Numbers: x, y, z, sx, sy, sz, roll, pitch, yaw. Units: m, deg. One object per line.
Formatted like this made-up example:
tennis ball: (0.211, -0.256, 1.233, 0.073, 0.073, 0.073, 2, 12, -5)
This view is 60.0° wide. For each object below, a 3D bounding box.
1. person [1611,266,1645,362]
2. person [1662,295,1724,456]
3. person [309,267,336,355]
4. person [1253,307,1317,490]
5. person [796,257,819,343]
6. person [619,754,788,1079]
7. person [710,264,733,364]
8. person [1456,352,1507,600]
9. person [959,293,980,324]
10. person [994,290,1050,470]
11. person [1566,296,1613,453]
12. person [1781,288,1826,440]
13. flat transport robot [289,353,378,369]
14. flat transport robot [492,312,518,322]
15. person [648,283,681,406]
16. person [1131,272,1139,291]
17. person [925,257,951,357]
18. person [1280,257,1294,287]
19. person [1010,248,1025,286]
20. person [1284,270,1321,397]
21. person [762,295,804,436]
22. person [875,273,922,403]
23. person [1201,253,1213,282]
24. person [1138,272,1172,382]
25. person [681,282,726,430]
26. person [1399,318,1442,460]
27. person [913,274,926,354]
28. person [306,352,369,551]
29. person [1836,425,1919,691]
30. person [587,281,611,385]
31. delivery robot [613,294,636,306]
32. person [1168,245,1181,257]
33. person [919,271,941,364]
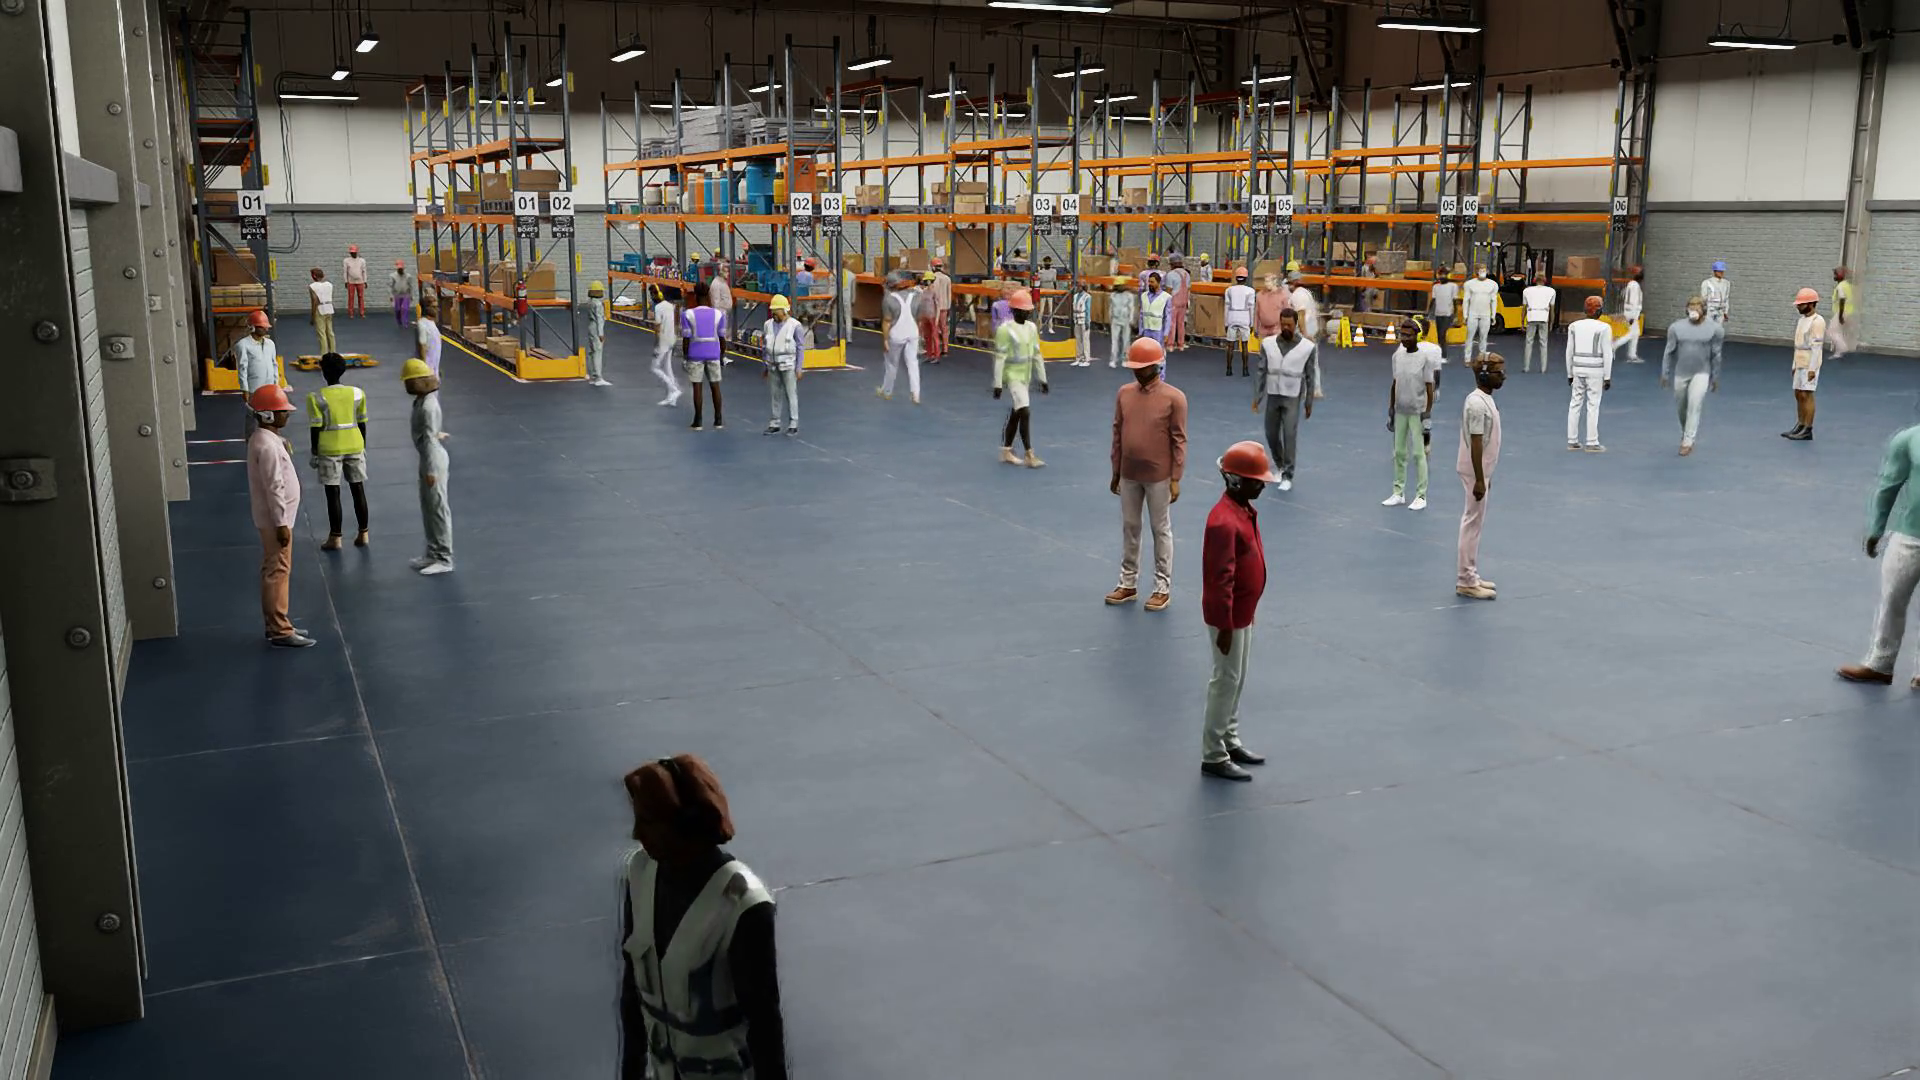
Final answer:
person: (12.917, -4.353, 32.097, 0.629, 1.863, 0.578, 3, 12, 16)
person: (8.832, -2.002, 20.050, 0.639, 1.905, 0.947, 7, 13, 33)
person: (-12.210, -4.293, 31.865, 0.393, 1.837, 0.563, 4, 12, 20)
person: (3.435, -1.501, 17.529, 0.608, 1.897, 0.693, 7, 13, 31)
person: (-3.401, -5.306, 36.847, 0.463, 1.910, 0.616, -10, 15, -41)
person: (-0.596, 1.293, 3.998, 0.572, 1.628, 0.339, 10, 15, 42)
person: (-4.564, -4.341, 31.969, 0.397, 1.900, 0.648, 1, 11, 4)
person: (3.913, -0.486, 12.498, 0.344, 1.846, 0.507, 4, 12, 19)
person: (0.229, -6.523, 43.555, 0.561, 1.688, 0.897, -6, 13, -28)
person: (0.747, -1.797, 18.757, 0.836, 2.002, 0.614, 9, 14, 37)
person: (7.595, -1.997, 20.079, 0.349, 1.882, 0.584, -9, 14, -37)
person: (10.744, -2.232, 21.182, 0.392, 1.925, 0.548, 1, 11, 3)
flat transport robot: (-11.701, -3.353, 31.082, 1.431, 0.197, 0.652, -9, 14, -39)
flat transport robot: (-11.980, -5.903, 44.041, 0.652, 0.197, 1.431, -2, 11, -9)
person: (-4.415, -2.905, 24.783, 0.406, 1.845, 0.647, 3, 12, 16)
person: (5.467, -8.148, 51.974, 0.278, 1.632, 0.507, 7, 13, 33)
person: (-0.457, -4.662, 33.370, 0.617, 1.986, 0.400, -8, 14, -35)
person: (8.902, -6.897, 45.353, 0.574, 1.735, 0.606, -5, 12, -25)
person: (1.667, -7.681, 49.072, 0.592, 1.842, 0.409, -7, 13, -33)
person: (5.329, -3.278, 26.192, 0.849, 2.000, 0.705, 7, 13, 31)
person: (-2.309, -2.255, 21.523, 0.600, 1.829, 0.404, 5, 12, 26)
person: (-0.934, -3.120, 25.386, 0.730, 2.000, 1.004, -6, 13, -30)
person: (6.312, -6.510, 43.137, 0.404, 1.836, 0.598, -4, 12, -20)
person: (3.173, -3.395, 27.095, 0.587, 1.920, 0.390, 10, 15, 41)
person: (-3.419, -2.452, 22.182, 0.613, 1.963, 0.362, -5, 12, -24)
person: (5.370, -1.772, 19.528, 0.567, 1.648, 0.892, 6, 12, 26)
person: (-0.818, -4.641, 34.141, 0.308, 1.640, 0.511, 3, 12, 17)
person: (-5.319, -0.756, 14.251, 0.319, 1.696, 0.532, 10, 15, 43)
person: (5.741, 0.004, 9.901, 0.789, 1.909, 0.345, 8, 14, 37)
person: (-6.088, -3.473, 27.935, 0.312, 1.744, 0.487, -7, 13, -31)
delivery robot: (-9.668, -6.794, 47.607, 0.707, 0.478, 0.477, 1, 11, 8)
person: (7.266, -9.222, 57.020, 0.648, 1.795, 0.857, 4, 12, 21)
person: (-0.574, -4.262, 31.889, 0.326, 1.769, 0.524, -8, 14, -35)
